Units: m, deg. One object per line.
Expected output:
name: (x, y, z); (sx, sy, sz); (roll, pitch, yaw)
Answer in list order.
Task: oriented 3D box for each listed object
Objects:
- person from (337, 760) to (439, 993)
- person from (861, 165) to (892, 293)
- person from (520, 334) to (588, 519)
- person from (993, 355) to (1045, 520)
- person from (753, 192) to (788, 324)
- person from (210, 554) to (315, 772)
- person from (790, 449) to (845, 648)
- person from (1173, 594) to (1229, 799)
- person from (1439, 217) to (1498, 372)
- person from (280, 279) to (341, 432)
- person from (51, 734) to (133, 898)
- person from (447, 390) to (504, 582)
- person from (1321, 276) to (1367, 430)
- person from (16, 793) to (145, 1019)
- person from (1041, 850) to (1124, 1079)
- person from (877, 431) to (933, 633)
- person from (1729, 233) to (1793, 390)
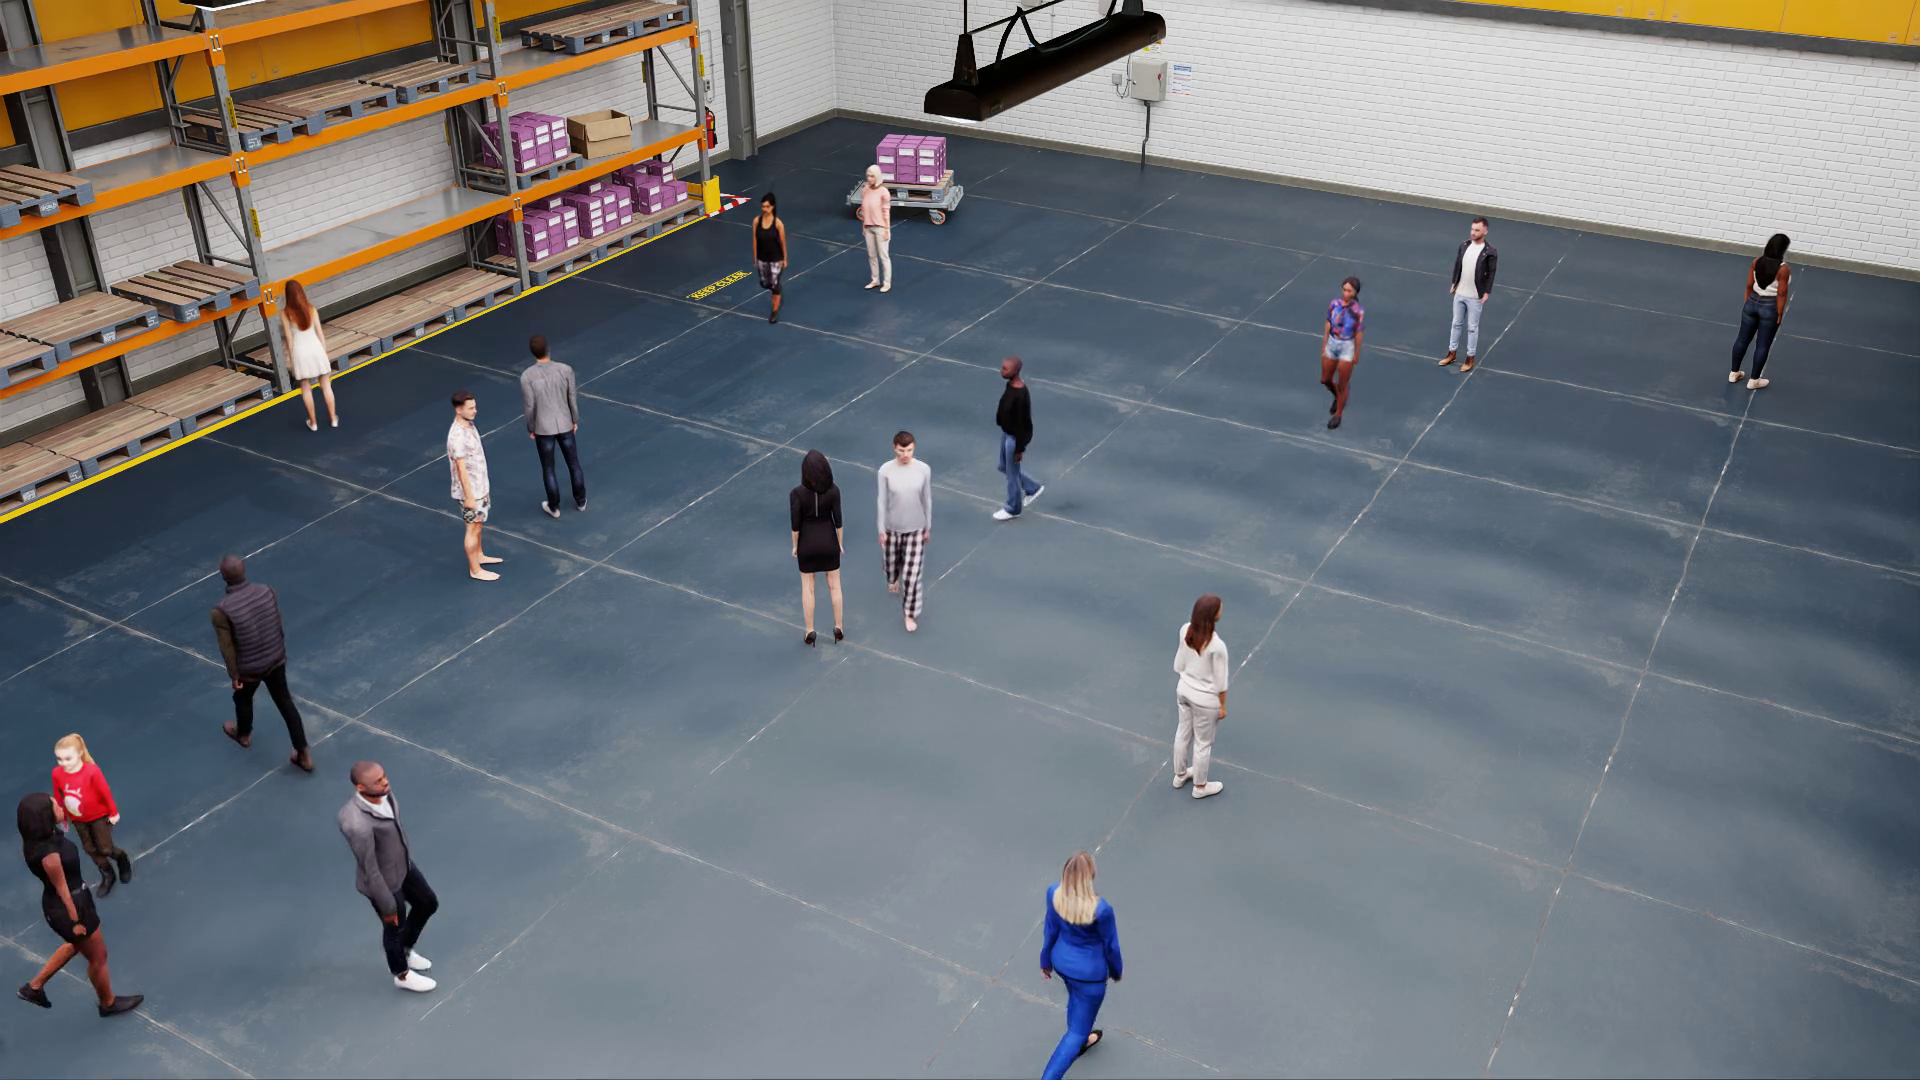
person: (-3.671, 2.108, 10.436); (0.918, 1.807, 0.769); (1, 29, 3)
person: (-1.094, -4.125, 21.956); (0.602, 1.718, 0.567); (18, 33, 29)
person: (-3.977, -1.118, 16.282); (0.744, 1.871, 0.844); (-14, 31, -23)
person: (0.613, -1.003, 16.214); (0.906, 1.734, 0.840); (-8, 30, -15)
person: (-2.376, -3.601, 21.063); (0.751, 1.652, 0.914); (5, 29, 9)
person: (-5.229, 0.975, 12.537); (0.866, 1.784, 1.115); (19, 34, 31)
person: (-1.209, 0.083, 14.151); (0.650, 1.805, 0.687); (-4, 29, -8)
person: (1.780, 1.142, 12.331); (0.637, 1.687, 0.667); (-22, 36, -35)
person: (6.022, -2.920, 19.623); (0.705, 1.837, 0.625); (24, 37, 37)
person: (-7.097, -2.019, 18.102); (0.624, 1.711, 0.708); (-13, 31, -22)
person: (-5.978, 1.854, 11.459); (0.612, 1.272, 0.657); (-2, 29, -3)
person: (-4.501, -0.521, 15.247); (0.812, 1.815, 0.714); (-3, 29, -5)
person: (4.208, -2.082, 18.195); (0.669, 1.733, 0.748); (19, 34, 31)
person: (-5.538, 2.303, 10.167); (0.987, 1.722, 0.829); (-17, 33, -28)
person: (0.646, 2.576, 9.718); (0.754, 1.673, 1.115); (22, 36, 35)
person: (-0.497, -0.144, 14.539); (0.947, 1.831, 1.070); (-2, 29, -4)
person: (9.238, -2.647, 19.153); (0.757, 1.807, 0.743); (-17, 33, -28)
